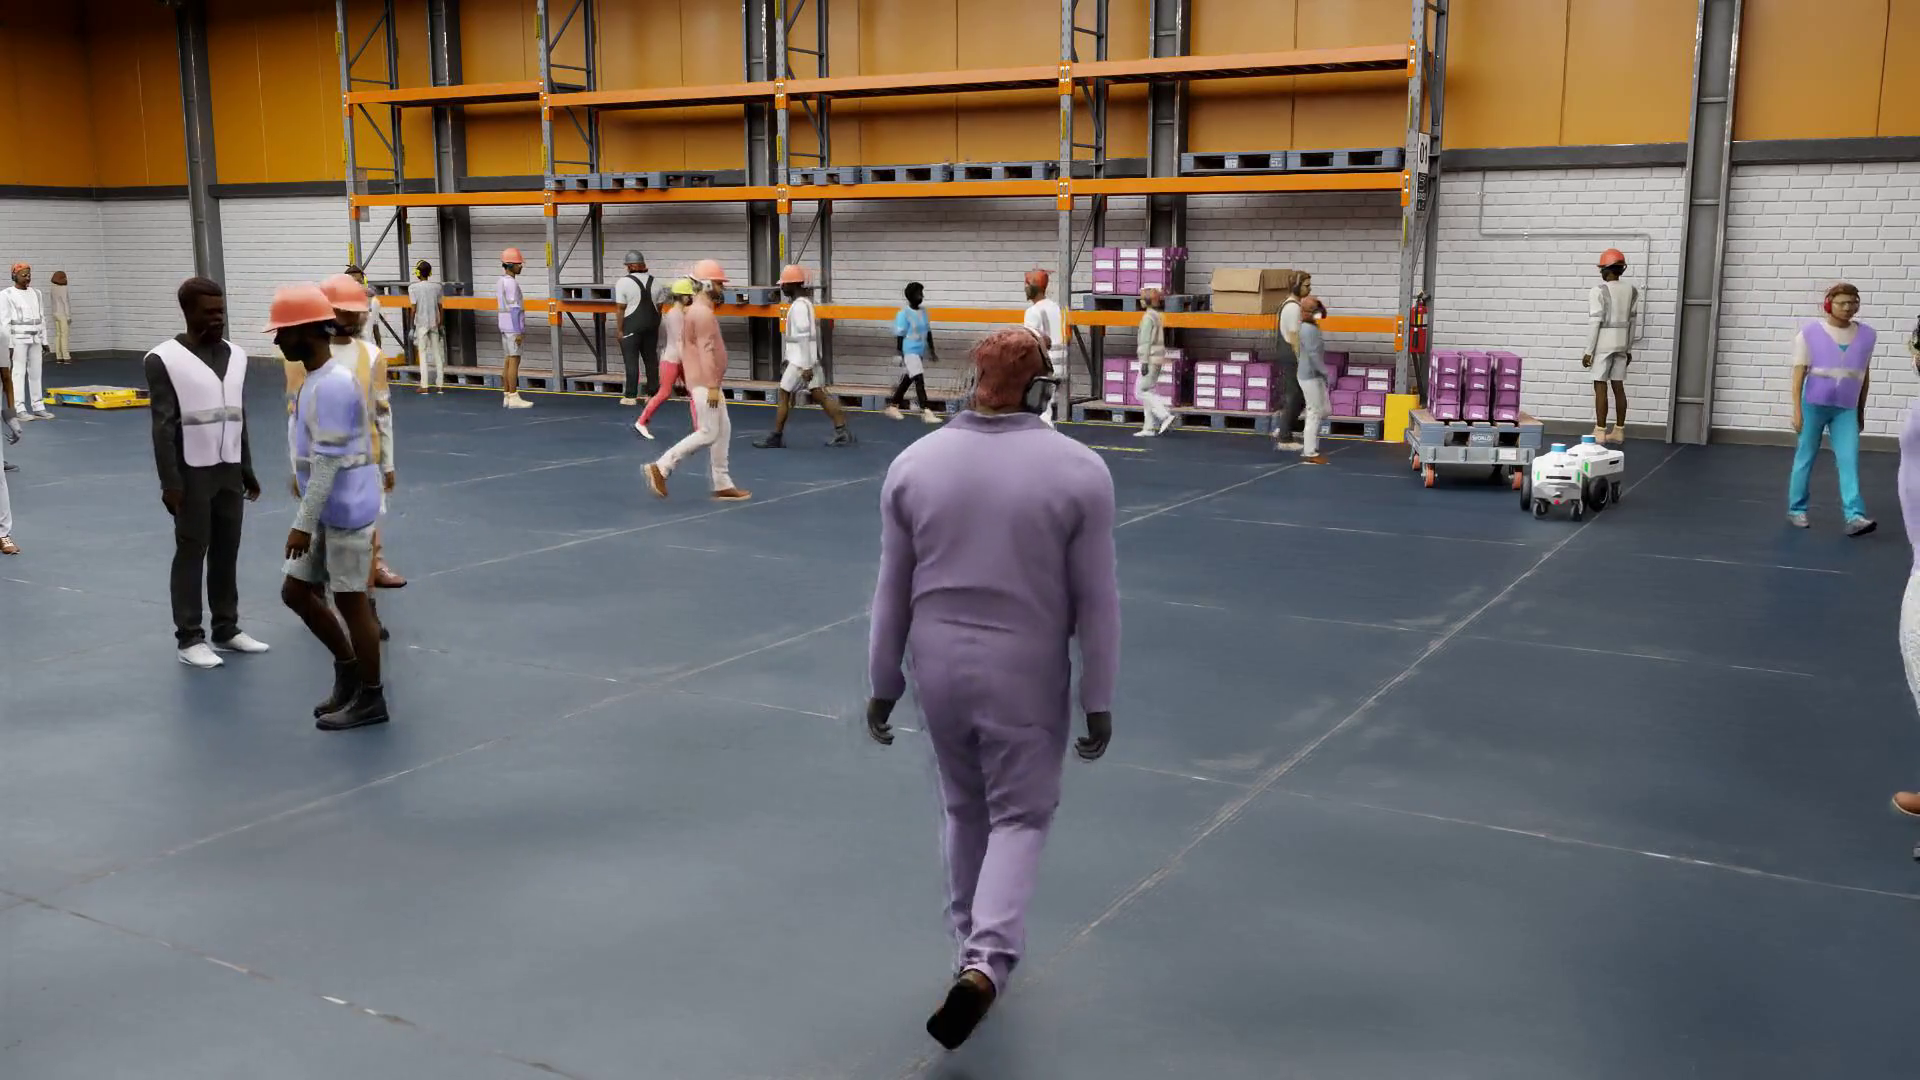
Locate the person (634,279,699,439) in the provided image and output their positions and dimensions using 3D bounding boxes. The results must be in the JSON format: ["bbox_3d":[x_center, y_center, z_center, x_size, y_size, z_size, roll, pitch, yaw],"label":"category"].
[{"bbox_3d":[-3.073,-1.930,17.813,0.897,1.723,0.526,1,10,7],"label":"person"}]

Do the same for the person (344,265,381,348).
[{"bbox_3d":[-6.225,-1.897,17.216,0.518,1.874,0.329,-6,12,-31],"label":"person"}]

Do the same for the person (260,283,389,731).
[{"bbox_3d":[-2.679,-0.117,7.030,0.480,1.911,0.536,-7,12,-33],"label":"person"}]

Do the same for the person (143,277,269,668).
[{"bbox_3d":[-3.757,-0.337,8.274,0.373,1.908,0.597,3,11,18],"label":"person"}]

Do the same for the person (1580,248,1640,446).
[{"bbox_3d":[6.751,-2.008,17.357,0.615,2.041,0.392,-4,11,-22],"label":"person"}]

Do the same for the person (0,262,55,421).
[{"bbox_3d":[-11.125,-2.357,19.801,0.338,1.882,0.576,3,10,17],"label":"person"}]

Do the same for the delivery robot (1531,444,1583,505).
[{"bbox_3d":[4.567,-0.494,12.731,0.477,0.478,0.707,3,11,17],"label":"delivery robot"}]

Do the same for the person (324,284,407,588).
[{"bbox_3d":[-3.664,-0.627,10.072,0.831,1.850,0.703,1,10,5],"label":"person"}]

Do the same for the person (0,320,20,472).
[{"bbox_3d":[-8.816,-1.491,15.052,0.404,1.823,0.591,0,10,-2],"label":"person"}]

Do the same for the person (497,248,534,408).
[{"bbox_3d":[-5.711,-2.709,21.327,0.376,2.041,0.615,-5,11,-27],"label":"person"}]

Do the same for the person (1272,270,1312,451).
[{"bbox_3d":[3.406,-1.801,16.799,0.416,1.823,0.541,1,10,5],"label":"person"}]

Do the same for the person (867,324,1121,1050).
[{"bbox_3d":[0.069,0.376,4.361,0.680,1.871,0.812,4,11,23],"label":"person"}]

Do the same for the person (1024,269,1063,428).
[{"bbox_3d":[0.655,-1.479,14.860,0.648,1.861,0.621,5,11,27],"label":"person"}]

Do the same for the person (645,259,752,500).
[{"bbox_3d":[-2.114,-1.266,13.369,0.769,1.969,0.626,-1,10,-6],"label":"person"}]

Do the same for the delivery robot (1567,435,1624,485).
[{"bbox_3d":[5.020,-0.596,13.309,0.707,0.478,0.477,-10,14,-44],"label":"delivery robot"}]

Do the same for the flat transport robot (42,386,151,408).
[{"bbox_3d":[-11.201,-1.866,21.569,1.431,0.197,0.652,6,12,32],"label":"flat transport robot"}]

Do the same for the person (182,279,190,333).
[{"bbox_3d":[-10.373,-2.727,22.591,0.278,1.633,0.507,-9,14,-43],"label":"person"}]

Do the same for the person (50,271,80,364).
[{"bbox_3d":[-15.904,-3.942,29.465,0.501,1.633,0.285,7,12,36],"label":"person"}]

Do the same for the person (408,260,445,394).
[{"bbox_3d":[-7.503,-2.978,23.359,0.547,1.873,0.366,-9,14,-42],"label":"person"}]

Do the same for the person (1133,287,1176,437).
[{"bbox_3d":[2.085,-1.903,17.931,0.413,1.627,0.531,3,11,18],"label":"person"}]

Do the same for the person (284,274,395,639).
[{"bbox_3d":[-3.273,-0.438,8.795,0.570,1.923,0.606,-9,14,-43],"label":"person"}]

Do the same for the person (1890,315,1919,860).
[{"bbox_3d":[3.392,0.126,5.729,0.401,1.898,0.800,7,12,34],"label":"person"}]

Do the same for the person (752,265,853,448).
[{"bbox_3d":[-1.589,-1.861,17.003,1.021,1.891,0.552,1,10,3],"label":"person"}]

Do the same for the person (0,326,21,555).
[{"bbox_3d":[-6.563,-0.810,11.085,0.511,1.865,0.329,-7,12,-34],"label":"person"}]

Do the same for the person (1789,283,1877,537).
[{"bbox_3d":[6.277,-0.927,11.938,0.582,1.795,0.930,1,10,6],"label":"person"}]

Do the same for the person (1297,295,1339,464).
[{"bbox_3d":[3.418,-1.512,15.769,0.425,1.612,0.532,4,11,24],"label":"person"}]

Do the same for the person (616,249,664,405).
[{"bbox_3d":[-4.251,-2.805,21.880,0.677,2.000,0.535,-10,14,-43],"label":"person"}]

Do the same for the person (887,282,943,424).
[{"bbox_3d":[-0.557,-2.203,19.582,0.871,1.655,0.539,6,12,32],"label":"person"}]
